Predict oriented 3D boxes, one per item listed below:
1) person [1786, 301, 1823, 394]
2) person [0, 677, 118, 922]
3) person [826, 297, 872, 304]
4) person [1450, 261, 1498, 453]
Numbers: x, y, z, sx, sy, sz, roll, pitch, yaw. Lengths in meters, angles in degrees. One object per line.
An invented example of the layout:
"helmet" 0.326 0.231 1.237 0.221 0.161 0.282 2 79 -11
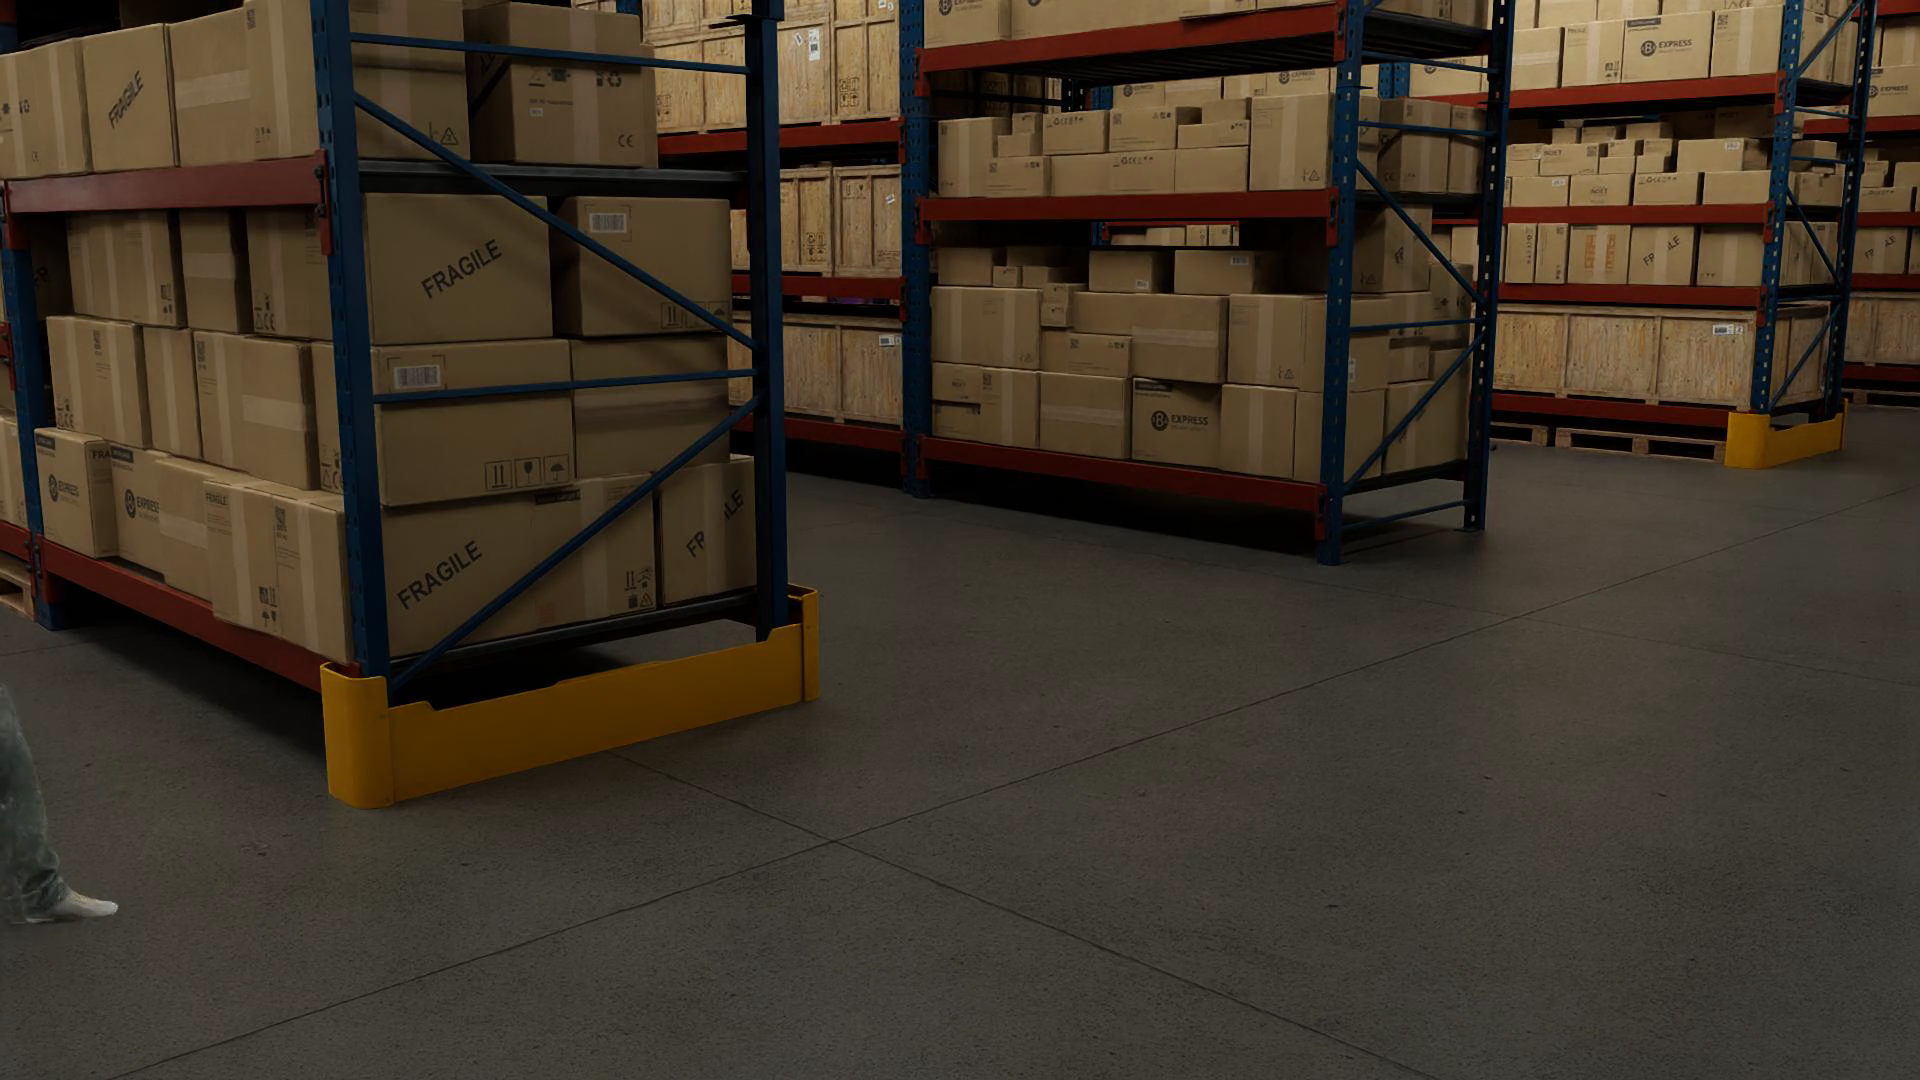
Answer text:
"person" 10.279 -2.410 20.447 0.650 1.620 0.522 8 13 37
"person" -3.103 0.388 4.944 0.857 1.711 0.495 -3 11 -14
"person" -1.284 -2.362 19.305 0.546 1.939 0.375 -2 11 -10
"person" 4.815 -1.746 16.141 0.916 1.871 0.651 10 14 43
